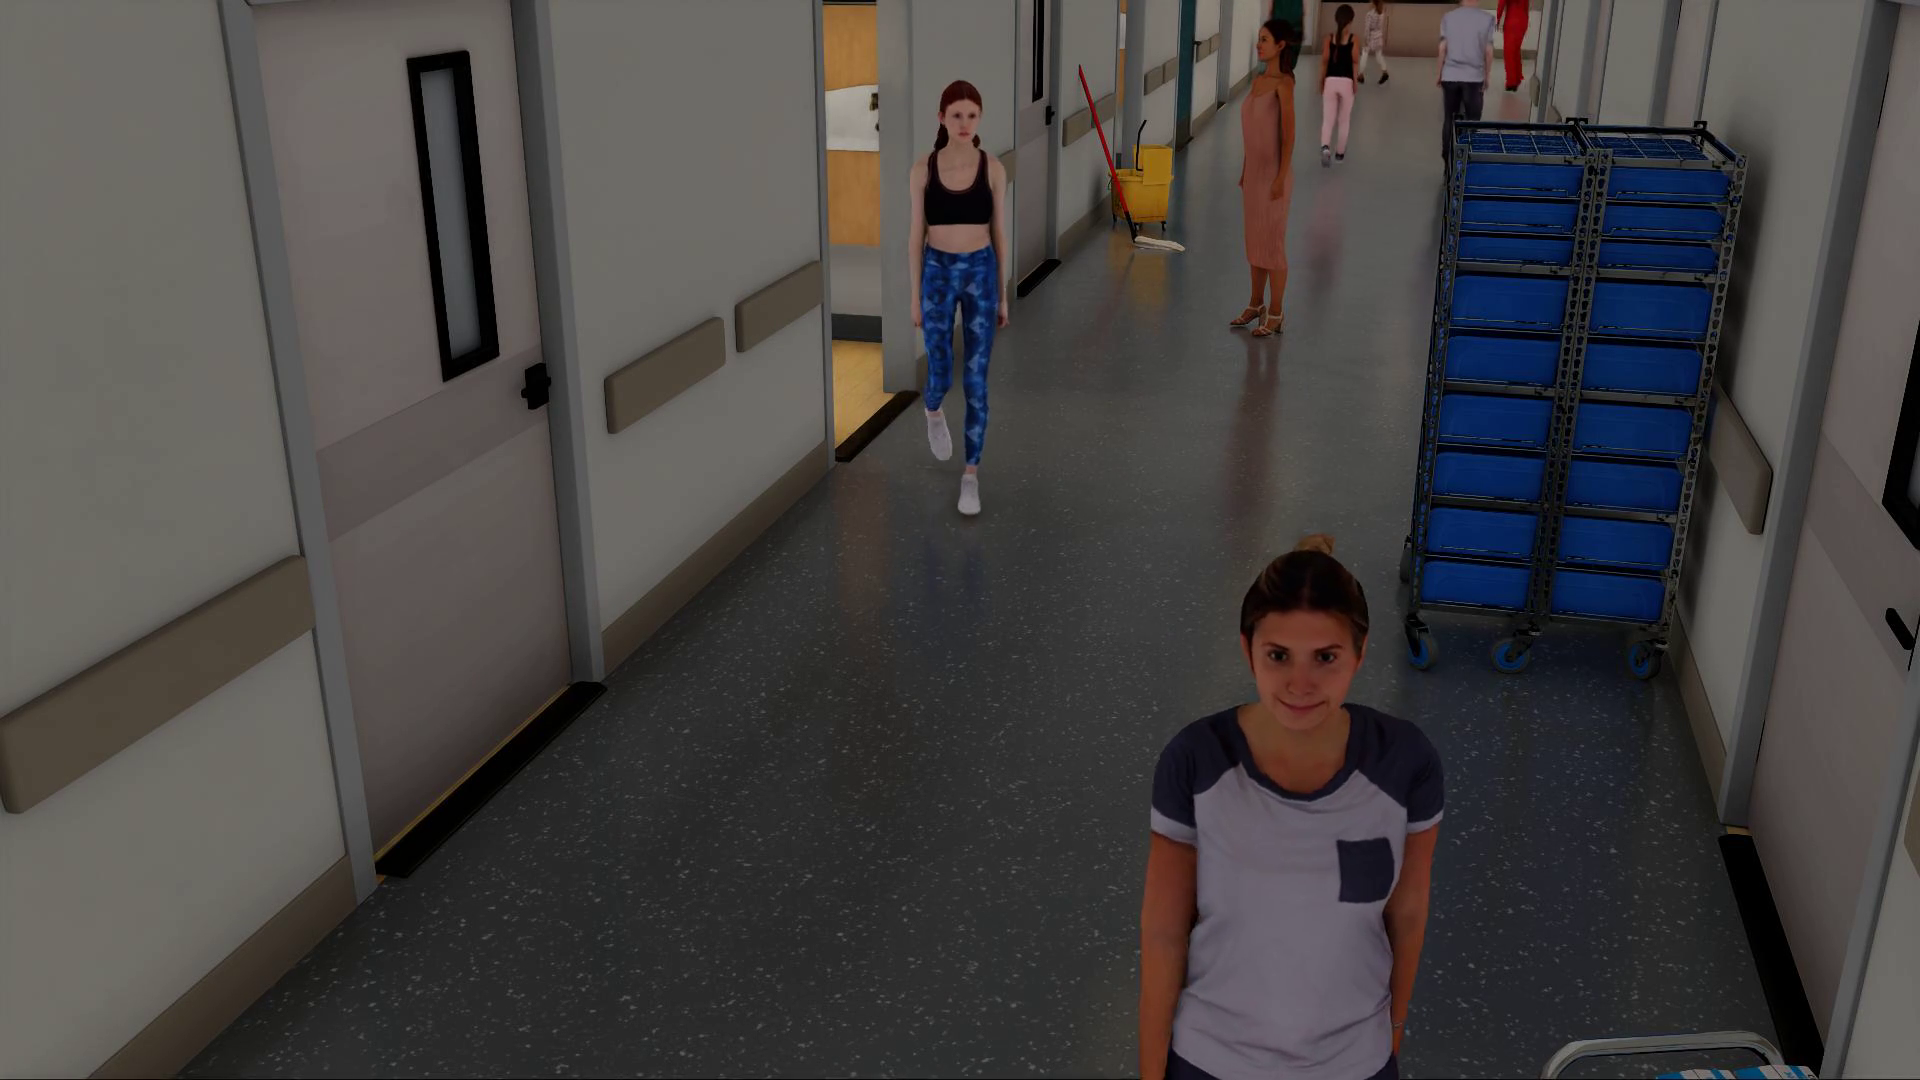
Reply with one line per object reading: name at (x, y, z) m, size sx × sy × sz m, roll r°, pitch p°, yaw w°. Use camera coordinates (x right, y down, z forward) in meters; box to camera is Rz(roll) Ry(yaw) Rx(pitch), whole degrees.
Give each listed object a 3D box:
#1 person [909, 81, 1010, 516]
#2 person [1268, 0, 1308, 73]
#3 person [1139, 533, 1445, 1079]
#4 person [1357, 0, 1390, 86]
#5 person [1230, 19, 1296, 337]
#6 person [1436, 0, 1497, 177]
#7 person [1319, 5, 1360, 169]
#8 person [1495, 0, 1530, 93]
person at (-0.017, -1.017, 6.996) m, size 0.764 × 1.774 × 0.977 m, roll -2°, pitch 21°, yaw -6°
person at (4.148, -6.417, 21.172) m, size 0.641 × 1.832 × 0.638 m, roll 6°, pitch 22°, yaw 15°
person at (0.481, 0.754, 2.560) m, size 0.595 × 1.605 × 0.642 m, roll 3°, pitch 21°, yaw 9°
person at (6.080, -7.291, 24.249) m, size 0.904 × 1.287 × 1.001 m, roll -9°, pitch 23°, yaw -23°
person at (1.838, -2.143, 9.887) m, size 0.729 × 1.831 × 0.631 m, roll -7°, pitch 22°, yaw -19°
person at (4.718, -4.321, 15.660) m, size 0.779 × 1.815 × 1.053 m, roll 10°, pitch 23°, yaw 24°
person at (3.709, -4.429, 16.345) m, size 0.530 × 1.533 × 0.992 m, roll 6°, pitch 21°, yaw 15°
person at (7.791, -7.168, 23.246) m, size 0.810 × 1.766 × 0.874 m, roll -7°, pitch 22°, yaw -17°
